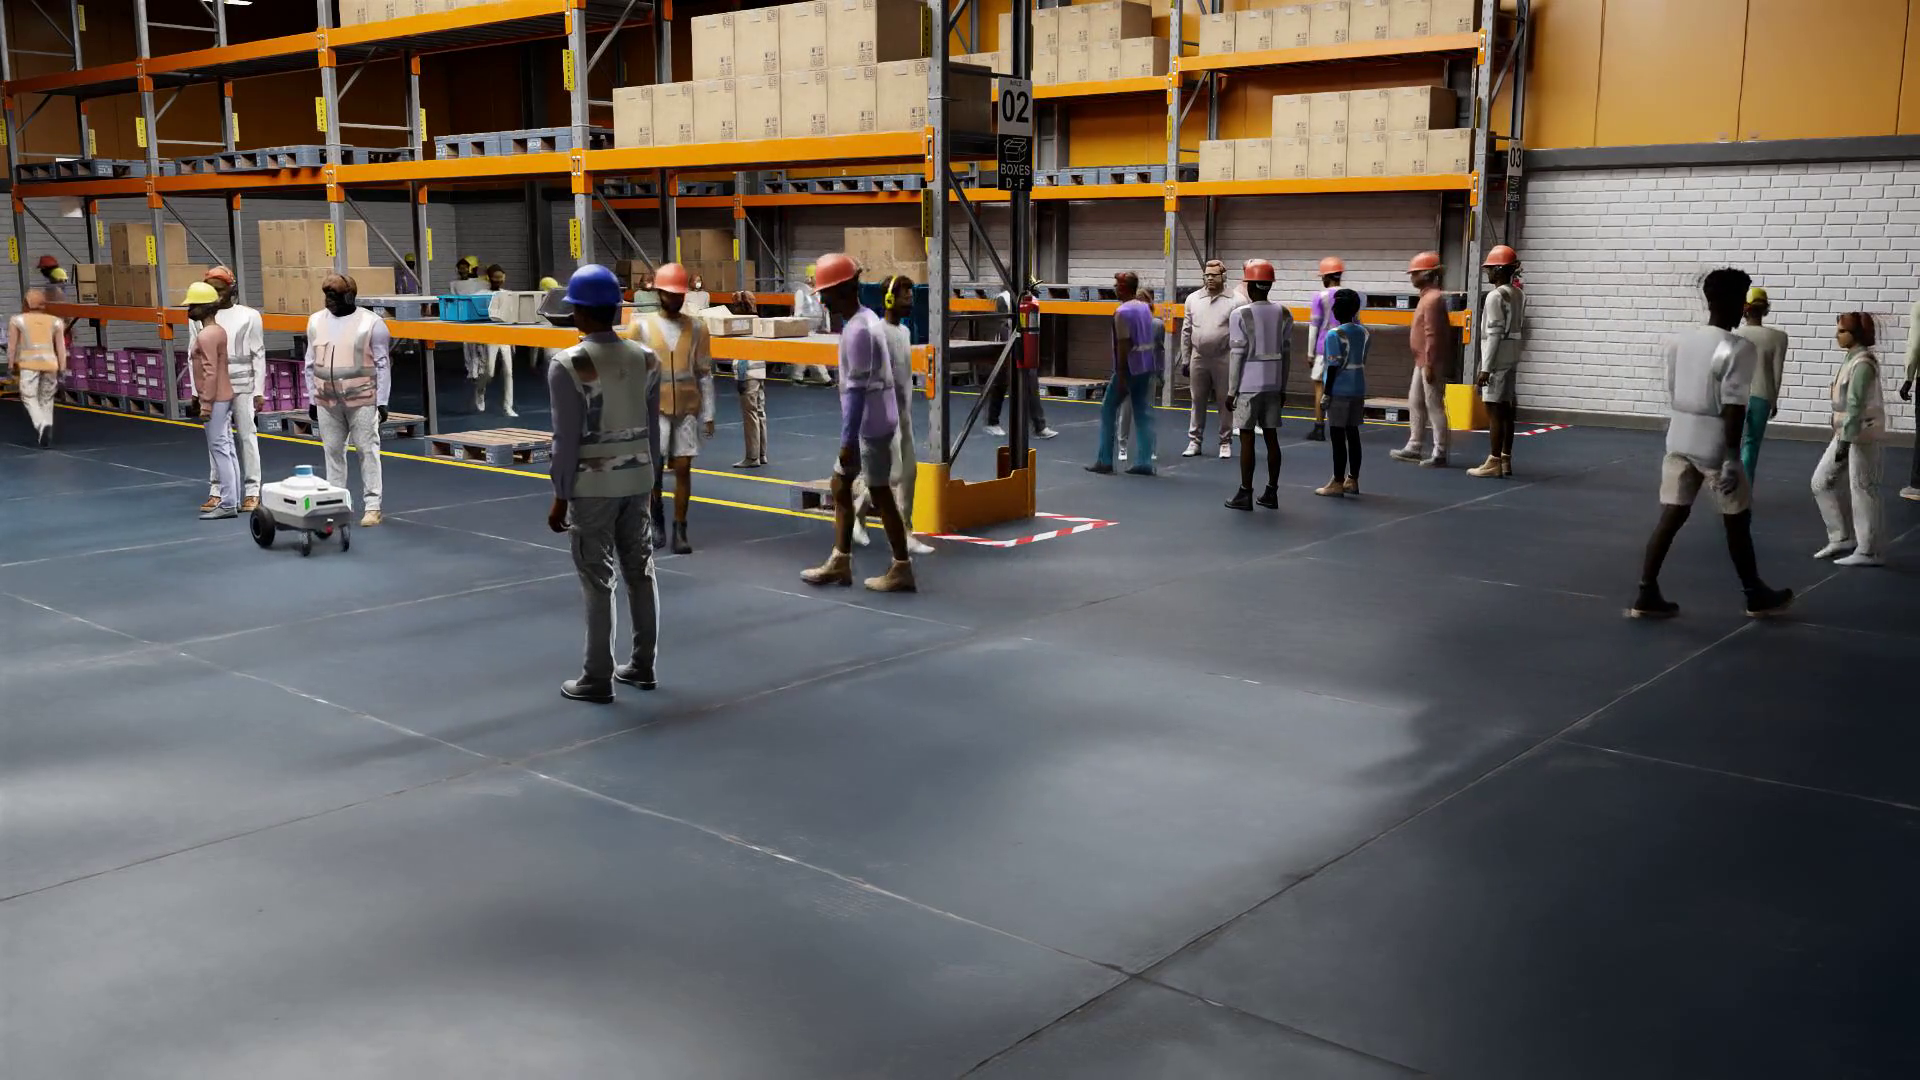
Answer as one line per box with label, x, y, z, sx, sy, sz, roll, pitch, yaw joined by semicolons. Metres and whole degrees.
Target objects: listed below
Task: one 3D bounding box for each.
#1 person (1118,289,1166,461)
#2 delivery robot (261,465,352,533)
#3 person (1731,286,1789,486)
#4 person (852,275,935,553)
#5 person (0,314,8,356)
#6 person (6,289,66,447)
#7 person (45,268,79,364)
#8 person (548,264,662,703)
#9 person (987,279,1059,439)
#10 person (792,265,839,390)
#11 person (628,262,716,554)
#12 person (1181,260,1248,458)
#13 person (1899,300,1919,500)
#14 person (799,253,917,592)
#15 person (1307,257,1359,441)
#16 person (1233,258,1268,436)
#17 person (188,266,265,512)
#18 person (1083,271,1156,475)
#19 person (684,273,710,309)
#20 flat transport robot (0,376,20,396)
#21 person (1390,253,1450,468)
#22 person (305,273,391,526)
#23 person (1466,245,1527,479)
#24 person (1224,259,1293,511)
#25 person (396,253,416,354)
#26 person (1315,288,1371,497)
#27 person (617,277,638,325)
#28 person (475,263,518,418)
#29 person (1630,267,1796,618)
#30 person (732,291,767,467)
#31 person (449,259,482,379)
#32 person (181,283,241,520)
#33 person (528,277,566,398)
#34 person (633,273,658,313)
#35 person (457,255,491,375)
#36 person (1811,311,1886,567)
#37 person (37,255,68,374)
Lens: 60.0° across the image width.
person;1.715;-1.570;15.876;0.507;1.631;0.266;-2;10;-10
delivery robot;-4.416;-0.262;11.232;0.707;0.478;0.477;9;14;43
person;6.137;-1.107;12.980;0.527;1.731;0.788;5;11;25
person;-0.474;-0.823;11.020;0.558;1.845;0.558;5;11;28
person;-11.450;-2.274;19.279;0.989;1.853;0.646;7;12;36
person;-9.311;-1.729;16.836;0.546;1.620;0.676;-9;13;-42
person;-12.775;-2.976;23.549;0.528;1.743;0.738;7;12;34
person;-1.583;-0.247;7.442;0.380;1.951;0.601;7;12;36
person;0.618;-2.012;17.736;0.610;1.870;0.997;-8;13;-39
person;-2.097;-3.065;23.960;0.956;1.783;0.612;7;12;33
person;-1.900;-0.862;11.001;0.579;1.925;0.388;-4;11;-20
person;2.442;-1.738;16.058;0.645;1.907;0.400;4;11;23
person;7.881;-1.304;13.333;0.611;1.996;0.379;2;10;9
person;-0.636;-0.654;9.658;0.840;1.985;0.665;-1;10;-5
person;3.918;-2.000;17.502;0.573;1.923;0.391;-3;10;-15
person;3.146;-2.067;17.930;0.406;1.910;0.639;7;12;35
person;-5.630;-1.152;12.782;0.573;1.887;0.356;0;10;-2
person;1.434;-1.492;14.903;0.768;1.815;0.570;8;13;39
person;-4.092;-3.322;25.848;0.500;1.636;0.282;-8;13;-38
flat transport robot;-13.090;-2.138;22.989;0.652;0.197;1.431;3;11;18
person;4.321;-1.659;15.458;0.534;1.971;0.666;2;10;11
person;-4.465;-1.011;12.118;0.620;1.840;0.430;1;10;5
person;4.732;-1.563;14.675;0.373;2.043;0.615;8;13;38
person;2.292;-1.193;12.869;0.545;1.938;0.361;-4;11;-24
person;-10.450;-4.504;31.747;0.594;1.925;0.369;-7;12;-36
person;3.126;-1.198;13.576;0.318;1.699;0.535;9;14;43
person;-4.009;-2.244;19.545;0.319;1.694;0.560;7;12;33
person;-5.612;-2.401;20.037;0.517;1.846;0.763;-8;13;-40
person;4.137;-0.512;9.052;0.922;1.918;0.634;-3;10;-17
person;-1.955;-1.488;15.419;0.313;1.634;0.516;2;10;10
person;-7.611;-3.398;25.659;0.566;1.848;0.676;-2;10;-9
person;-5.614;-1.037;12.469;0.315;1.766;0.533;-3;10;-14
person;-4.165;-1.822;17.045;0.655;1.716;0.513;9;14;43
person;-4.897;-3.356;26.050;0.277;1.631;0.506;7;12;34
person;-7.743;-3.586;26.566;0.626;1.908;0.417;-2;10;-13
person;5.659;-0.633;10.569;0.479;1.620;0.531;3;10;14
person;-13.469;-3.280;24.792;0.377;1.935;0.549;-3;10;-14
